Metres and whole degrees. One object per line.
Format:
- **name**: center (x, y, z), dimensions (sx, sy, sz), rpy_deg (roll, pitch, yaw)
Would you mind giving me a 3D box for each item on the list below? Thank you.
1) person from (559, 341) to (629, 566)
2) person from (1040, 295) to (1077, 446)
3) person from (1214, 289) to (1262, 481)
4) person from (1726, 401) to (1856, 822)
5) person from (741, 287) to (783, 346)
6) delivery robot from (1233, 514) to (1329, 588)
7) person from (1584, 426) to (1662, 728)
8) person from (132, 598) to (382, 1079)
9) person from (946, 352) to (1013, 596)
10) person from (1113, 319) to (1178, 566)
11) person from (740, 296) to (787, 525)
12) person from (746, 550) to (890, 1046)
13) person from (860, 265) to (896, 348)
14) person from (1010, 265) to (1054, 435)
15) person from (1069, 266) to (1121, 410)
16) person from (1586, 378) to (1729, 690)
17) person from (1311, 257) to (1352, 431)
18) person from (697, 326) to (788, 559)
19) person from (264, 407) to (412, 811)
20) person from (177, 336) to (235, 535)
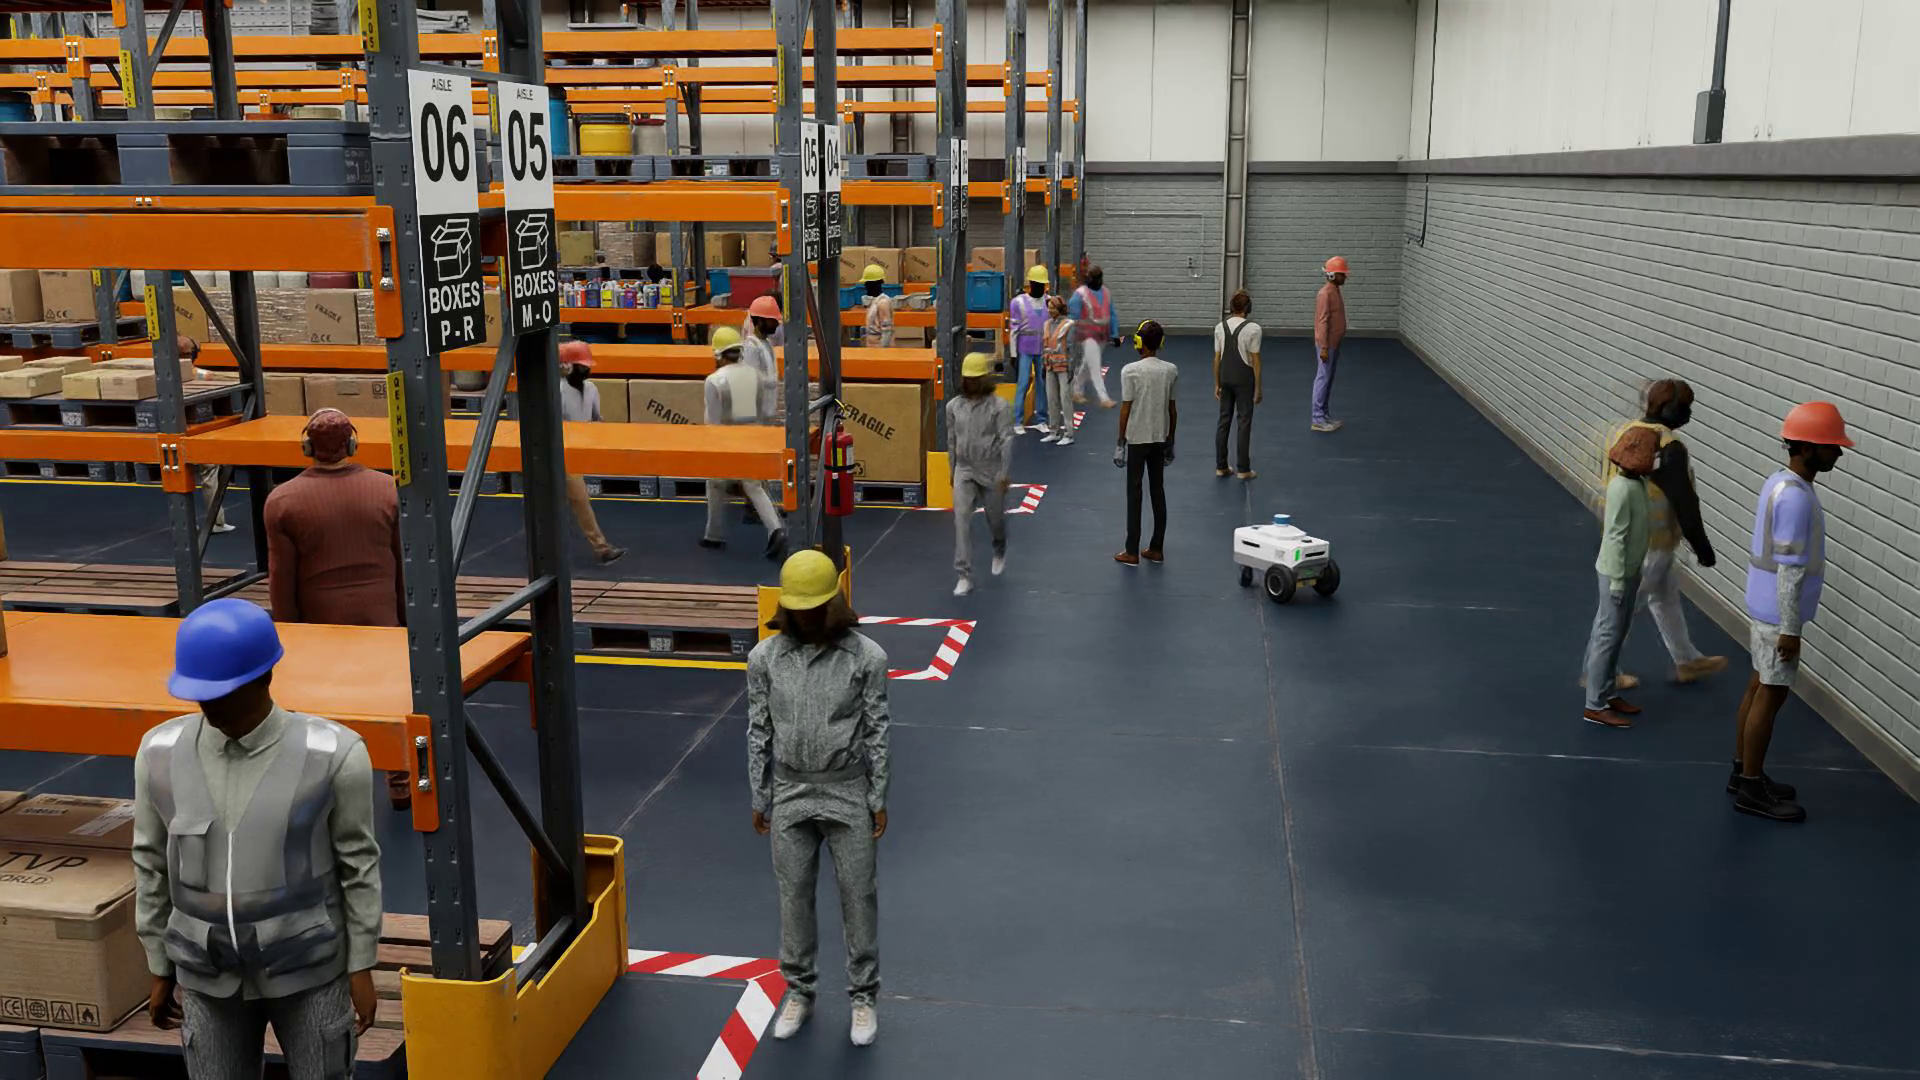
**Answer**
- **person**: center (-2.878, -0.650, 12.575), dimensions (0.925, 1.692, 0.580), rpy_deg (6, 14, 24)
- **person**: center (1.077, -1.856, 18.185), dimensions (0.315, 1.631, 0.524), rpy_deg (-10, 16, -39)
- **person**: center (2.687, -1.495, 16.090), dimensions (0.504, 1.839, 0.348), rpy_deg (10, 16, 39)
- **person**: center (3.827, 0.319, 7.666), dimensions (0.375, 1.935, 0.551), rpy_deg (5, 13, 20)
- **person**: center (-1.964, -1.652, 16.874), dimensions (0.508, 1.804, 0.646), rpy_deg (-11, 17, -42)
- **delivery robot**: center (2.263, 0.063, 11.758), dimensions (0.477, 0.478, 0.707), rpy_deg (-8, 15, -31)
- **person**: center (3.578, 0.190, 8.964), dimensions (0.279, 1.627, 0.500), rpy_deg (8, 15, 32)
- **person**: center (-1.778, 1.078, 4.237), dimensions (0.602, 1.938, 0.401), rpy_deg (-1, 13, -3)
- **person**: center (0.151, -0.513, 11.929), dimensions (0.493, 1.706, 0.826), rpy_deg (3, 13, 13)
- **person**: center (1.401, -0.732, 12.598), dimensions (0.521, 1.866, 0.340), rpy_deg (-6, 14, -26)
- **person**: center (-1.658, -1.095, 14.081), dimensions (0.387, 1.929, 0.544), rpy_deg (3, 13, 12)
- **person**: center (-0.482, 0.874, 5.640), dimensions (0.491, 1.730, 0.324), rpy_deg (1, 13, 5)
- **person**: center (-0.924, -2.140, 18.798), dimensions (0.384, 1.924, 0.589), rpy_deg (-3, 13, -12)
- **person**: center (0.853, -2.154, 18.889), dimensions (0.592, 1.918, 0.396), rpy_deg (-5, 13, -21)
- **person**: center (1.693, -2.573, 21.075), dimensions (0.627, 1.796, 1.001), rpy_deg (-10, 16, -38)
- **person**: center (4.051, -0.011, 9.460), dimensions (0.898, 1.798, 0.636), rpy_deg (2, 13, 7)
- **person**: center (4.277, -2.258, 19.174), dimensions (0.397, 1.990, 0.623), rpy_deg (6, 14, 25)
- **person**: center (-1.696, -0.751, 12.831), dimensions (0.906, 1.798, 0.589), rpy_deg (12, 17, 43)
- **person**: center (-2.814, 0.346, 7.616), dimensions (0.639, 1.911, 0.402), rpy_deg (-7, 14, -29)
- **person**: center (-6.268, -0.848, 13.618), dimensions (0.513, 1.638, 0.307), rpy_deg (1, 13, 4)
